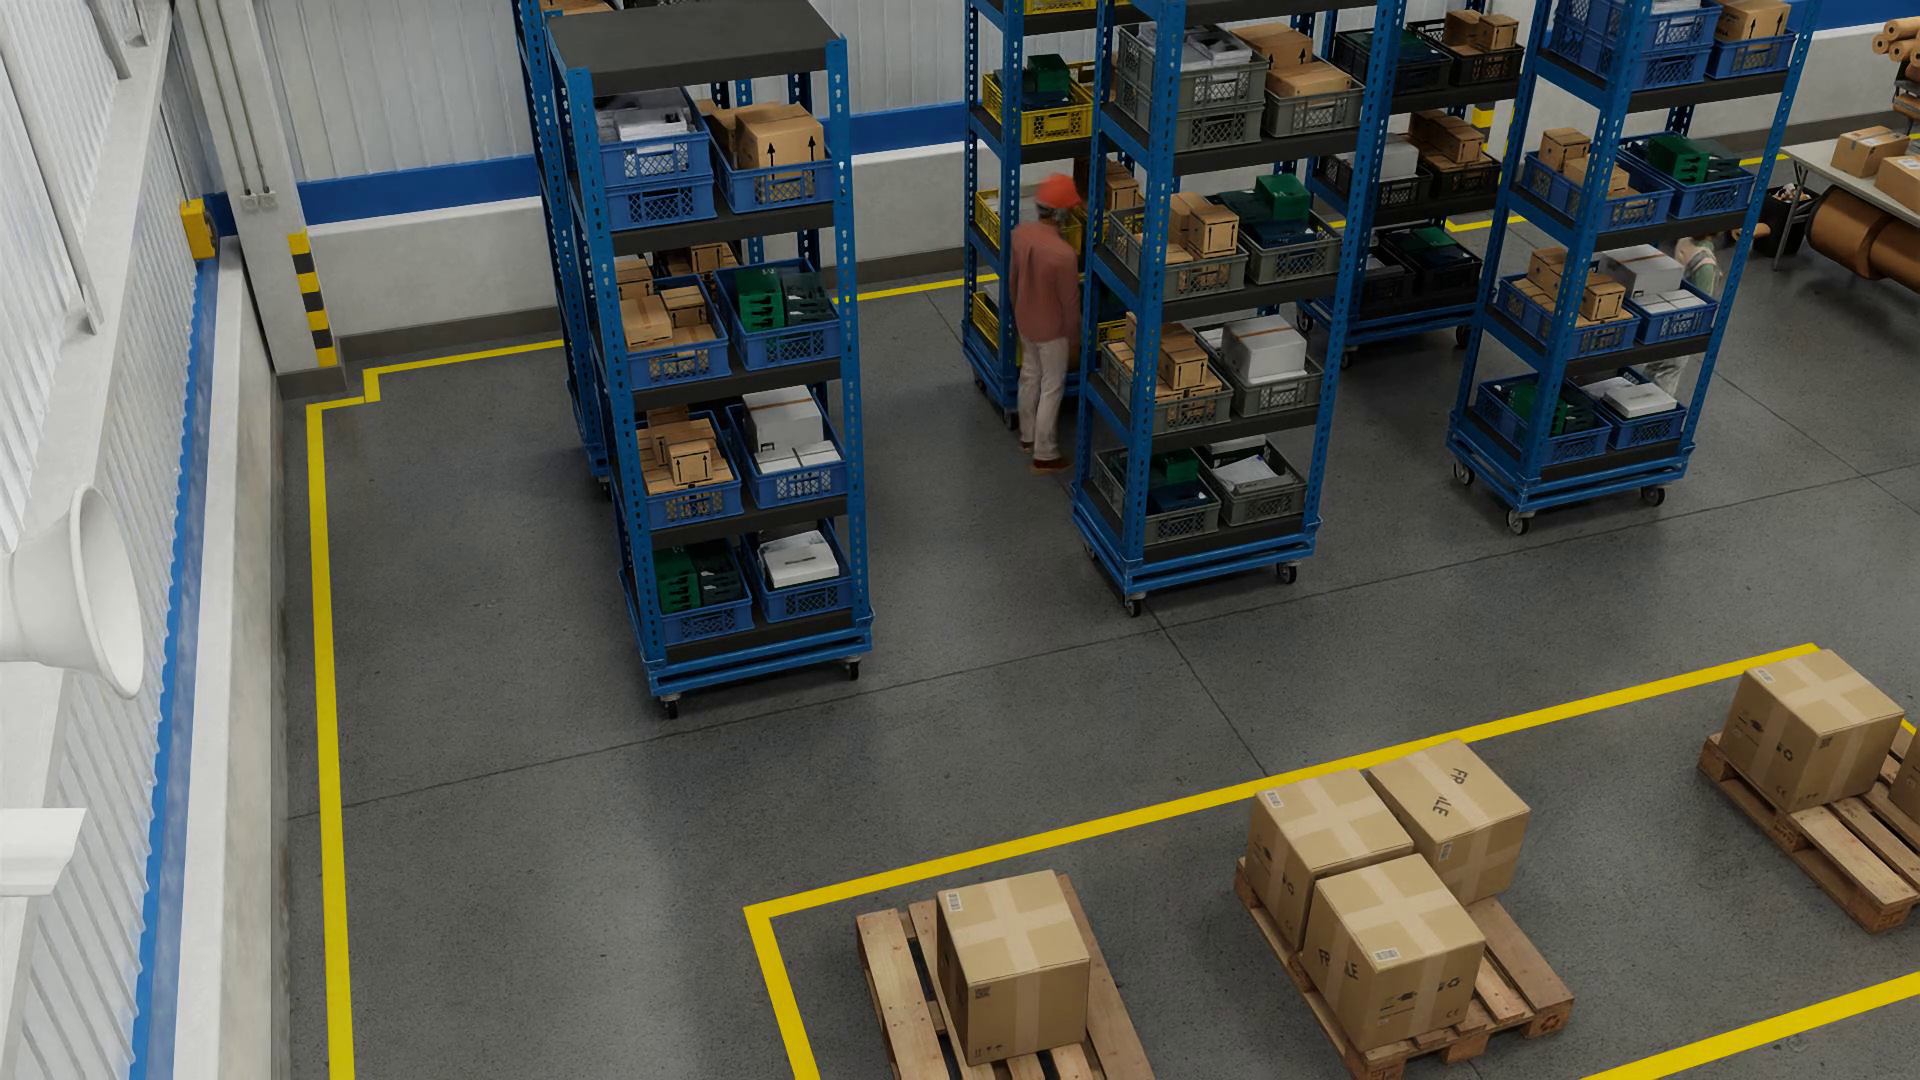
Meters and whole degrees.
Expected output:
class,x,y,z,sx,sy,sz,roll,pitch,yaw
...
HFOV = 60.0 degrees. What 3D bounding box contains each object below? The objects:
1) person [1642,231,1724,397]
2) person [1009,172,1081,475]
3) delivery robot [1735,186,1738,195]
class,x,y,z,sx,sy,sz,roll,pitch,yaw
person,4.723,-1.432,10.884,0.305,1.637,0.522,1,35,2
person,0.556,-1.367,10.499,0.395,1.999,0.617,-23,41,-29
delivery robot,6.084,-2.741,13.595,0.707,0.478,0.477,-21,40,-27
